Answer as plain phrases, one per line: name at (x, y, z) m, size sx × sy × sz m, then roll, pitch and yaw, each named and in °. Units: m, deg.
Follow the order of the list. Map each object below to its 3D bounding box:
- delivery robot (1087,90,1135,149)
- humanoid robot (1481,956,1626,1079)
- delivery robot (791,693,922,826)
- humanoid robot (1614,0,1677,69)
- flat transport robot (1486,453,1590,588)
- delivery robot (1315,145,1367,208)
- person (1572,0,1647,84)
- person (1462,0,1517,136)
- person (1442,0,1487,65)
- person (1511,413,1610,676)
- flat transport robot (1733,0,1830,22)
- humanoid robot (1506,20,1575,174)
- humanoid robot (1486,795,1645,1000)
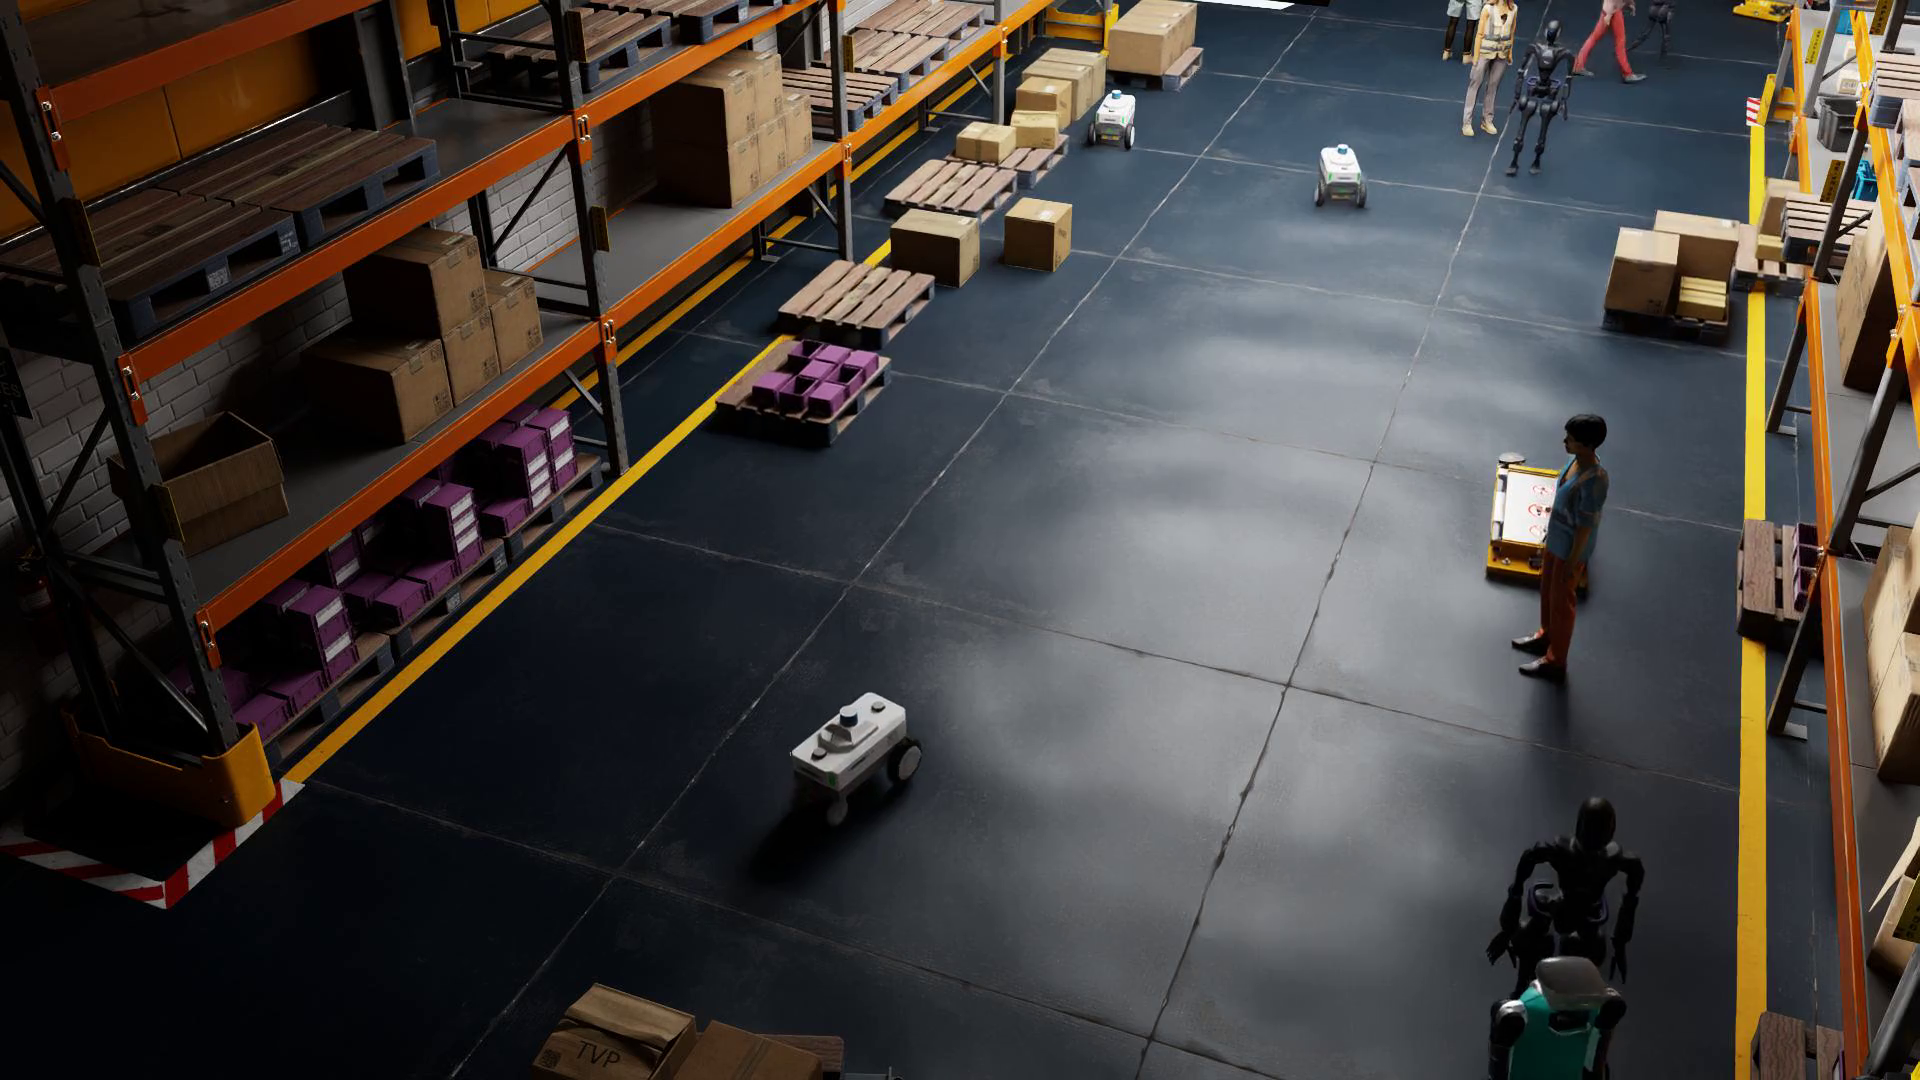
delivery robot at (1.736, -4.732, 18.648) m, size 0.499 × 0.592 × 0.774 m, roll 8°, pitch 34°, yaw 12°
humanoid robot at (2.321, 2.443, 6.472) m, size 0.531 × 1.719 × 1.086 m, roll -7°, pitch 33°, yaw -10°
delivery robot at (-0.619, 1.198, 9.464) m, size 0.499 × 0.584 × 0.783 m, roll 22°, pitch 39°, yaw 30°
humanoid robot at (8.665, -6.673, 20.672) m, size 0.743 × 1.647 × 0.603 m, roll 0°, pitch 33°, yaw 0°
flat transport robot at (4.125, -0.153, 11.829) m, size 0.659 × 0.231 × 1.431 m, roll 10°, pitch 34°, yaw 15°
delivery robot at (3.919, -3.761, 17.164) m, size 0.499 × 0.611 × 0.814 m, roll 2°, pitch 33°, yaw 3°
person at (8.033, -6.435, 20.219) m, size 0.908 × 1.712 × 0.527 m, roll 12°, pitch 35°, yaw 18°
person at (5.954, -5.414, 18.579) m, size 0.471 × 1.778 × 0.310 m, roll -6°, pitch 33°, yaw -10°
person at (6.381, -6.845, 20.877) m, size 0.535 × 1.692 × 0.319 m, roll 22°, pitch 39°, yaw 30°
person at (3.712, 0.025, 10.183) m, size 0.321 × 1.756 × 0.507 m, roll 3°, pitch 33°, yaw 4°
flat transport robot at (11.452, -7.512, 23.217) m, size 1.431 × 0.231 × 0.659 m, roll -27°, pitch 41°, yaw -35°
humanoid robot at (6.126, -4.653, 17.528) m, size 0.598 × 1.674 × 0.428 m, roll 14°, pitch 35°, yaw 20°
humanoid robot at (2.729, 1.787, 7.528) m, size 0.612 × 1.646 × 0.308 m, roll 5°, pitch 33°, yaw 8°
